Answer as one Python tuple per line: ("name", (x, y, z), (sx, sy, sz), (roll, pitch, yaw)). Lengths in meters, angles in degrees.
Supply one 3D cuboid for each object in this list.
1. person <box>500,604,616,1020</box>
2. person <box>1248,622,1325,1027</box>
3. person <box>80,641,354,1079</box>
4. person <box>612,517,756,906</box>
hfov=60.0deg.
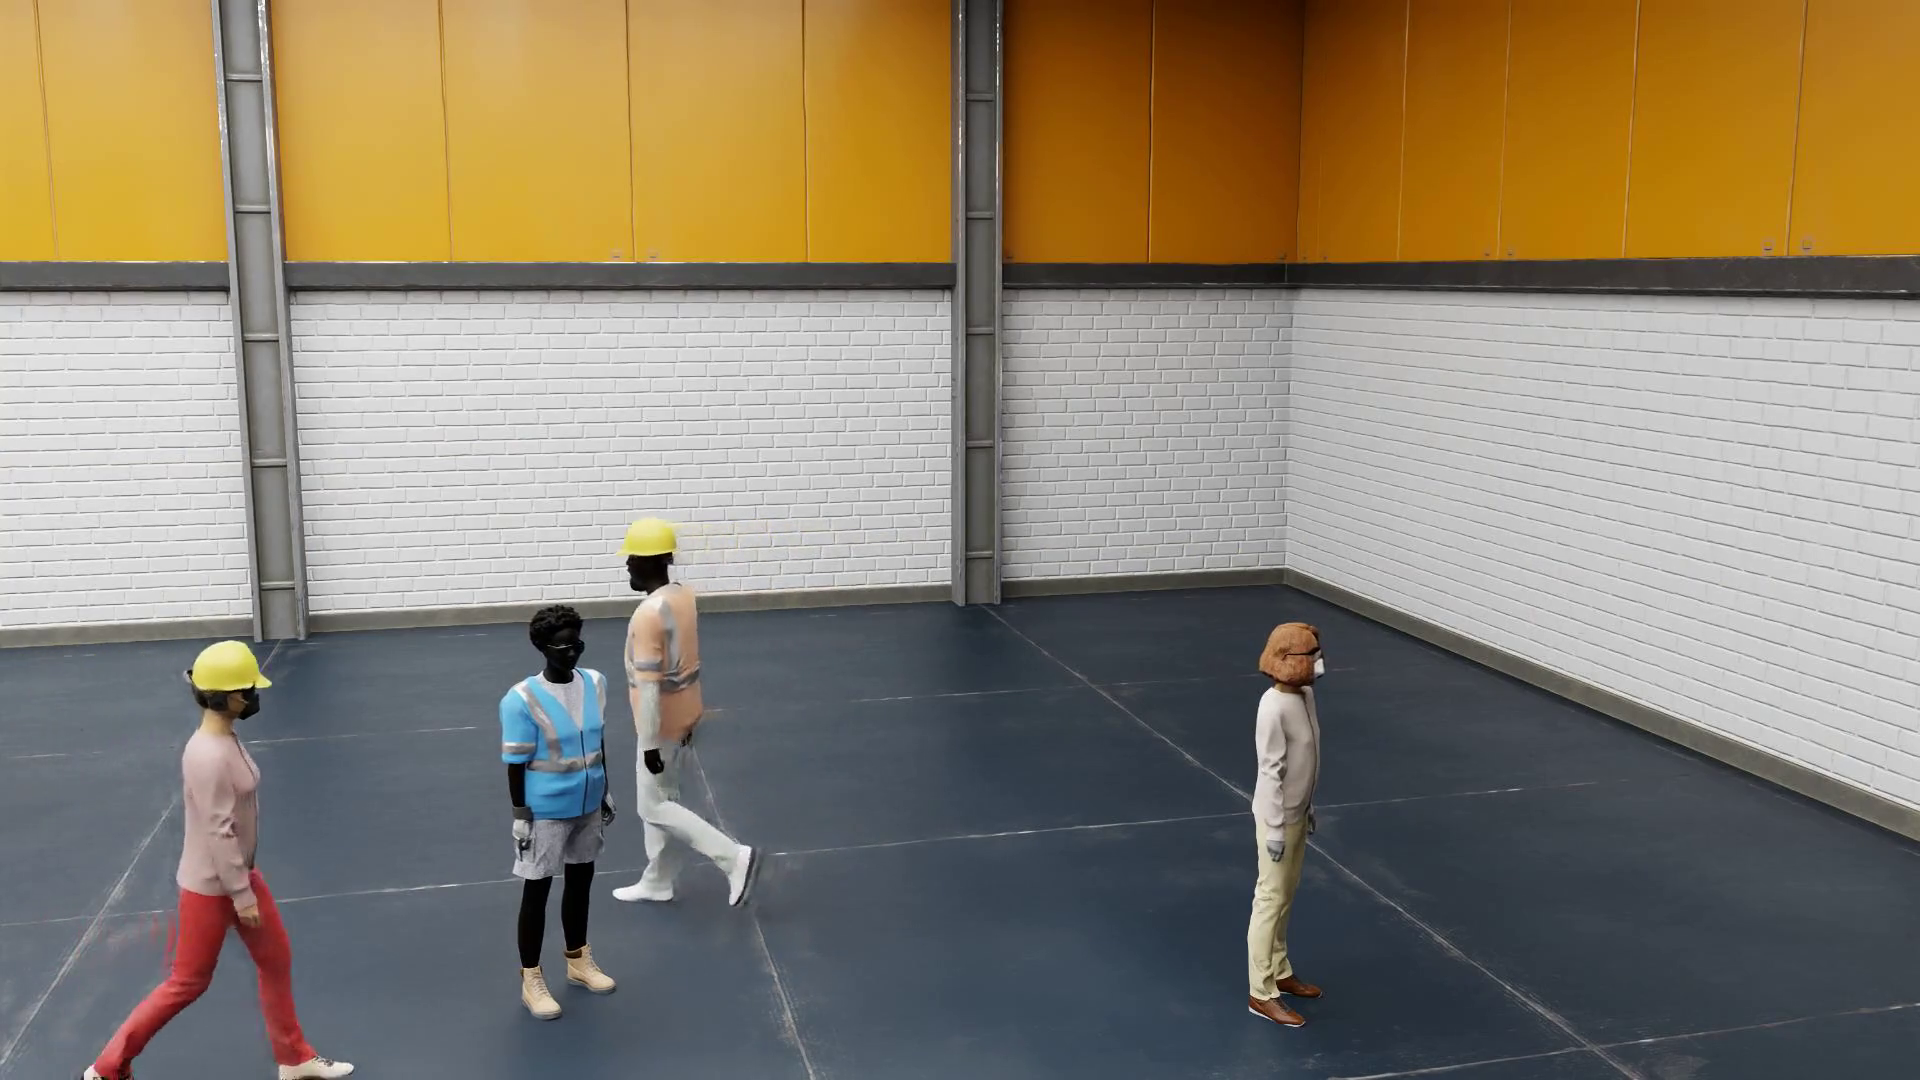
("person", (-1.641, 1.098, 6.862), (0.317, 1.695, 0.540), (7, 11, 36))
("person", (1.344, 1.137, 6.802), (0.280, 1.636, 0.500), (4, 10, 26))
("person", (-2.750, 1.220, 6.021), (0.854, 1.731, 0.532), (-2, 9, -13))
("person", (-1.328, 0.838, 7.843), (0.690, 1.907, 0.588), (2, 9, 9))
